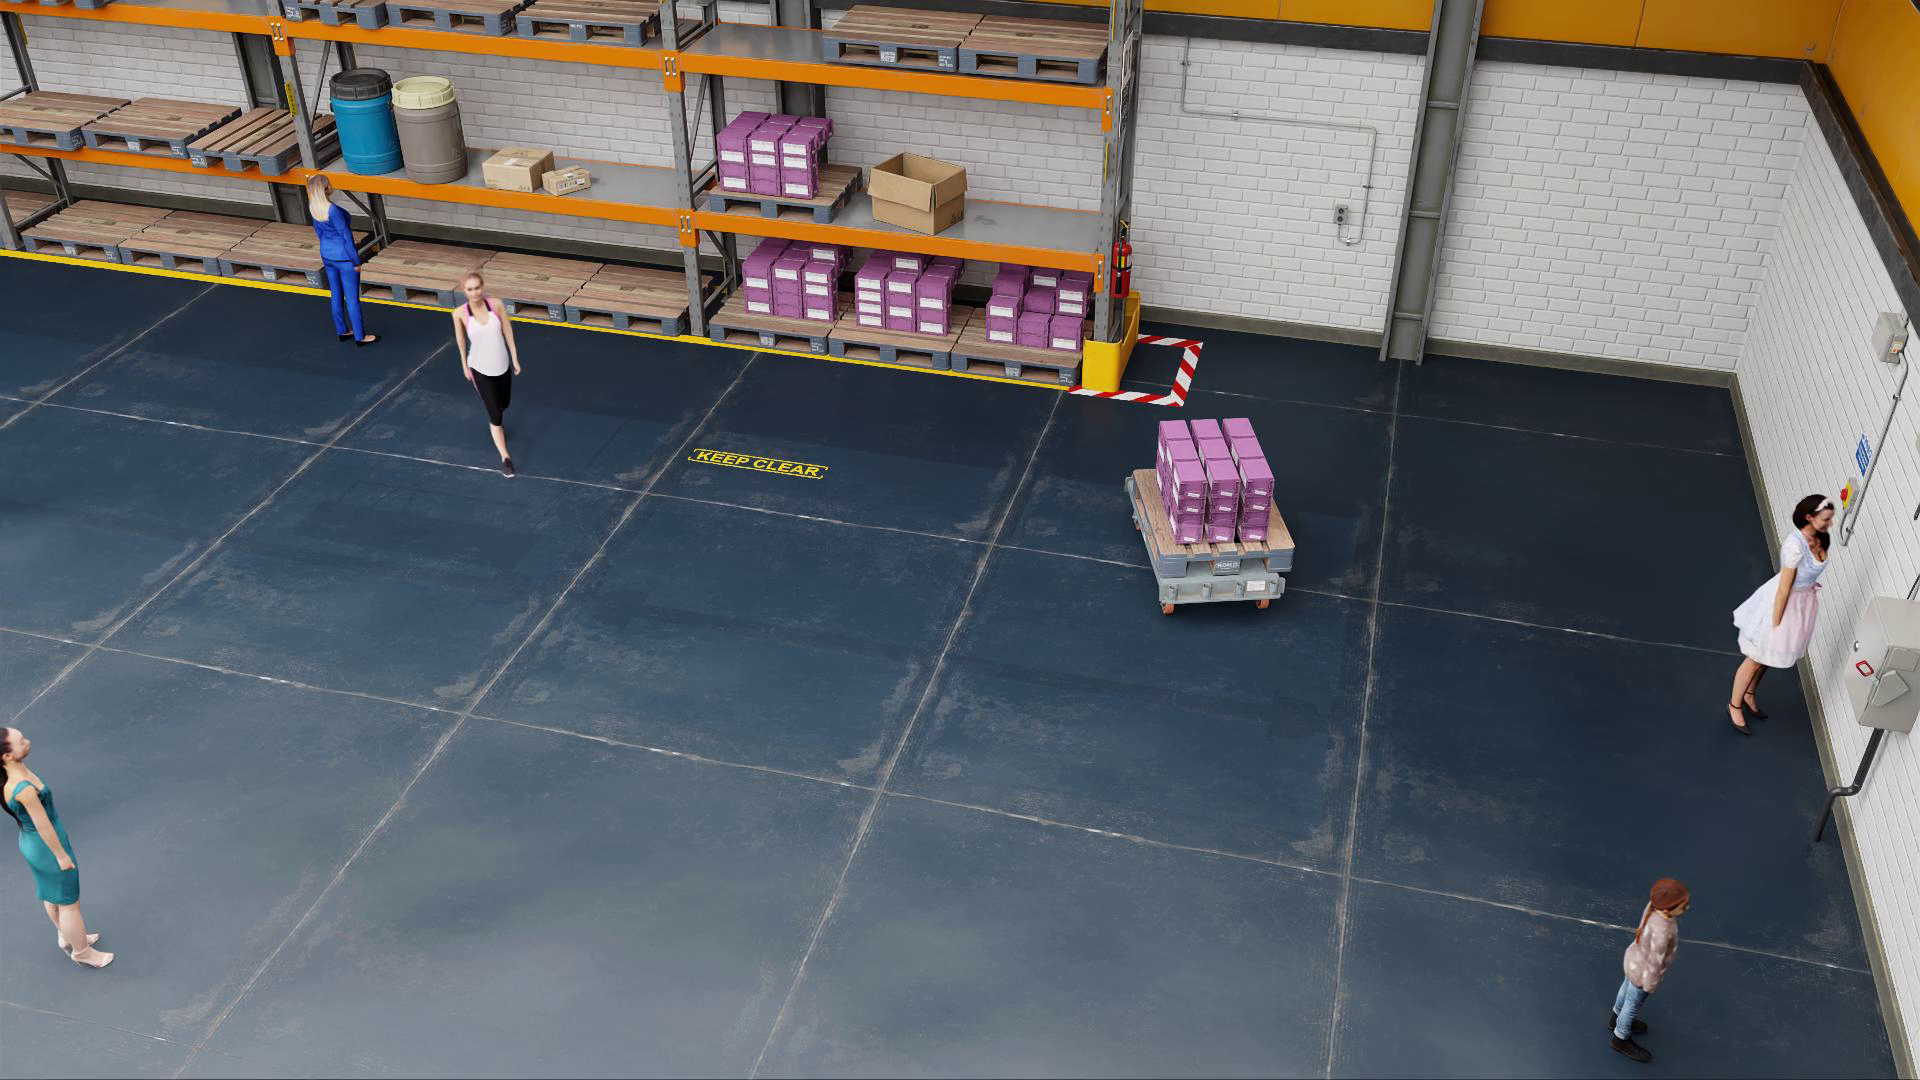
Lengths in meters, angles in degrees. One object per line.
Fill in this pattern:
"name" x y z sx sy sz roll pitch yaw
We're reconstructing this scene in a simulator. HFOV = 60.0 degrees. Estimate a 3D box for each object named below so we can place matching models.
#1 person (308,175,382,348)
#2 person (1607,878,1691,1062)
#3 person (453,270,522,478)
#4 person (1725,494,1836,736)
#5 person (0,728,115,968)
"person" -5.896 -2.653 15.774 0.597 1.701 0.741 20 38 27
"person" 3.651 2.247 8.859 0.471 1.194 0.481 10 35 14
"person" -3.937 -1.459 13.930 1.104 1.754 1.143 -16 37 -23
"person" 5.419 0.476 10.962 0.849 1.816 0.896 -27 42 -34
"person" -5.073 1.703 9.233 0.682 1.686 0.575 -28 43 -35
